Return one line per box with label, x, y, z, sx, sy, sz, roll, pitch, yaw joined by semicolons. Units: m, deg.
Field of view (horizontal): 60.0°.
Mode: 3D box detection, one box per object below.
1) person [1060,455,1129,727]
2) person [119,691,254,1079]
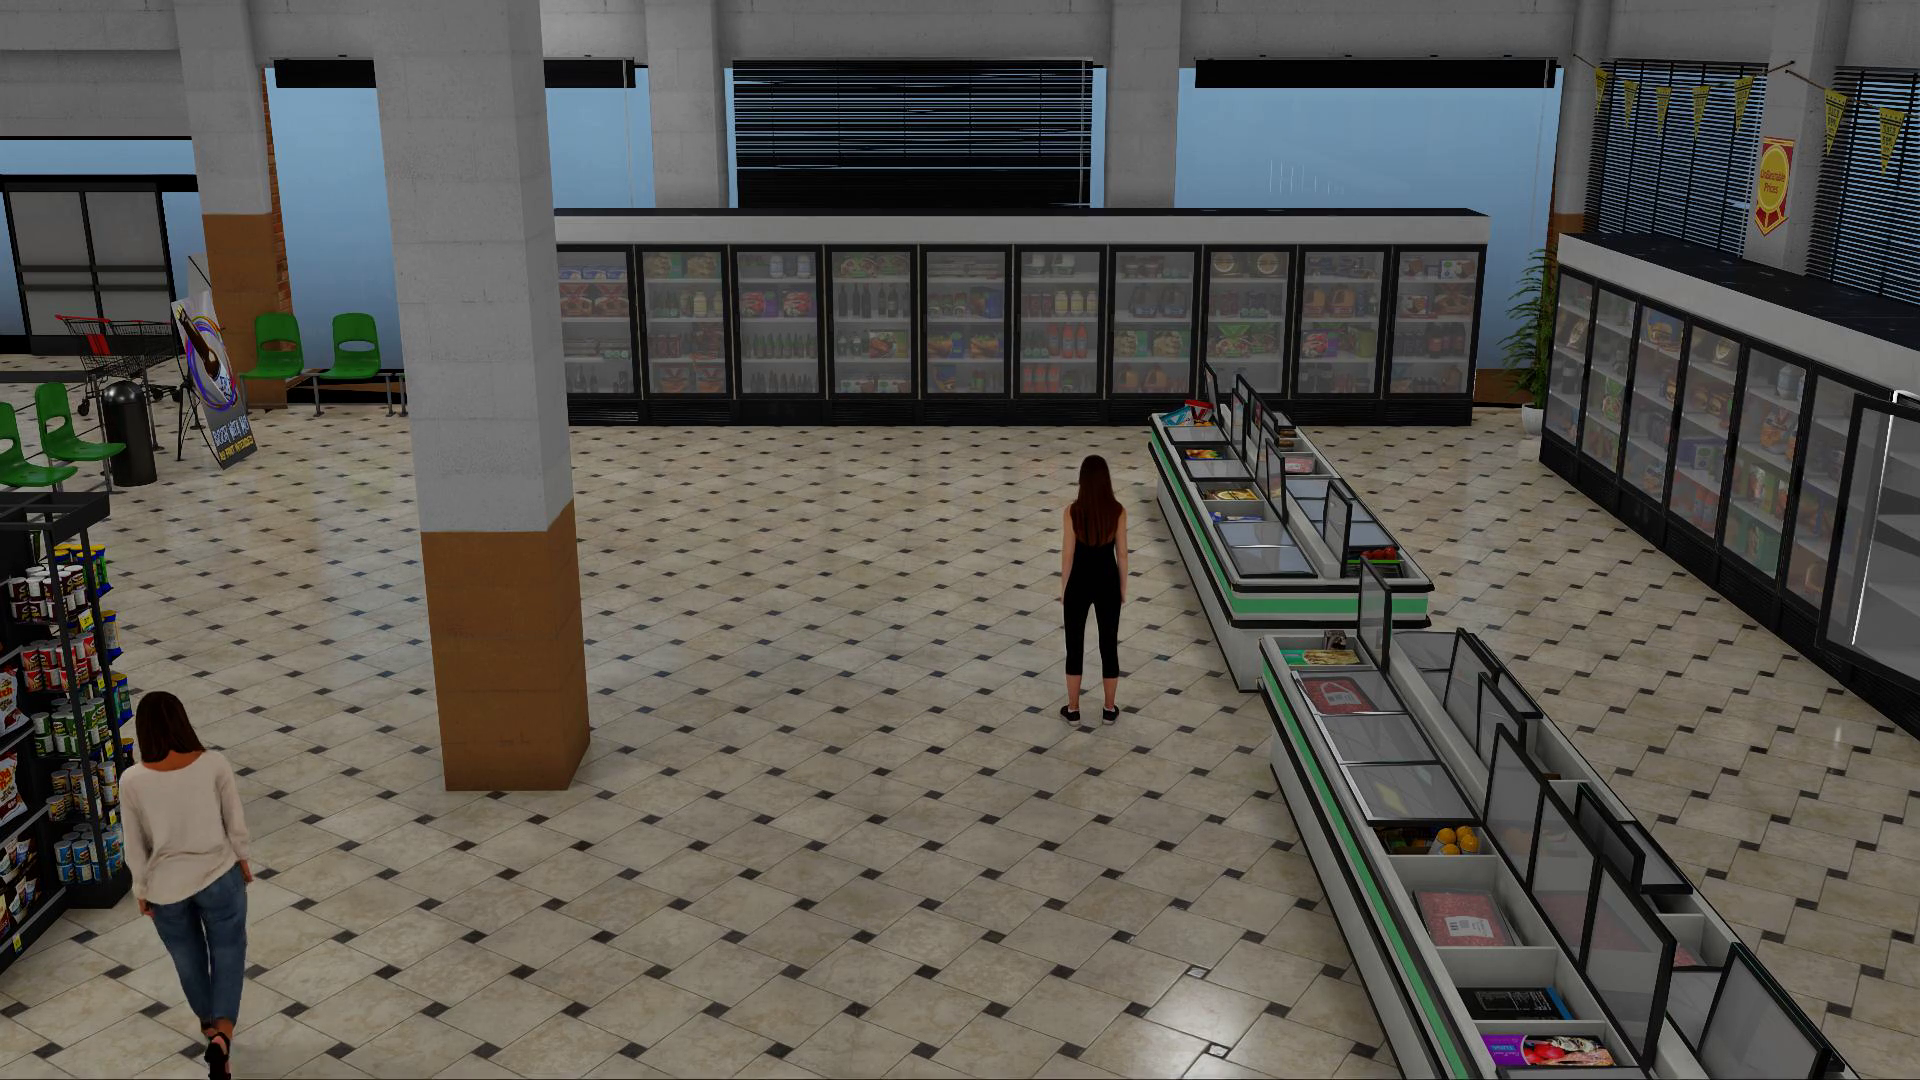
person;0.819;0.312;10.296;0.561;1.726;0.501;-1;17;-2
person;-3.104;1.424;6.739;0.829;1.665;1.060;-7;18;-21
